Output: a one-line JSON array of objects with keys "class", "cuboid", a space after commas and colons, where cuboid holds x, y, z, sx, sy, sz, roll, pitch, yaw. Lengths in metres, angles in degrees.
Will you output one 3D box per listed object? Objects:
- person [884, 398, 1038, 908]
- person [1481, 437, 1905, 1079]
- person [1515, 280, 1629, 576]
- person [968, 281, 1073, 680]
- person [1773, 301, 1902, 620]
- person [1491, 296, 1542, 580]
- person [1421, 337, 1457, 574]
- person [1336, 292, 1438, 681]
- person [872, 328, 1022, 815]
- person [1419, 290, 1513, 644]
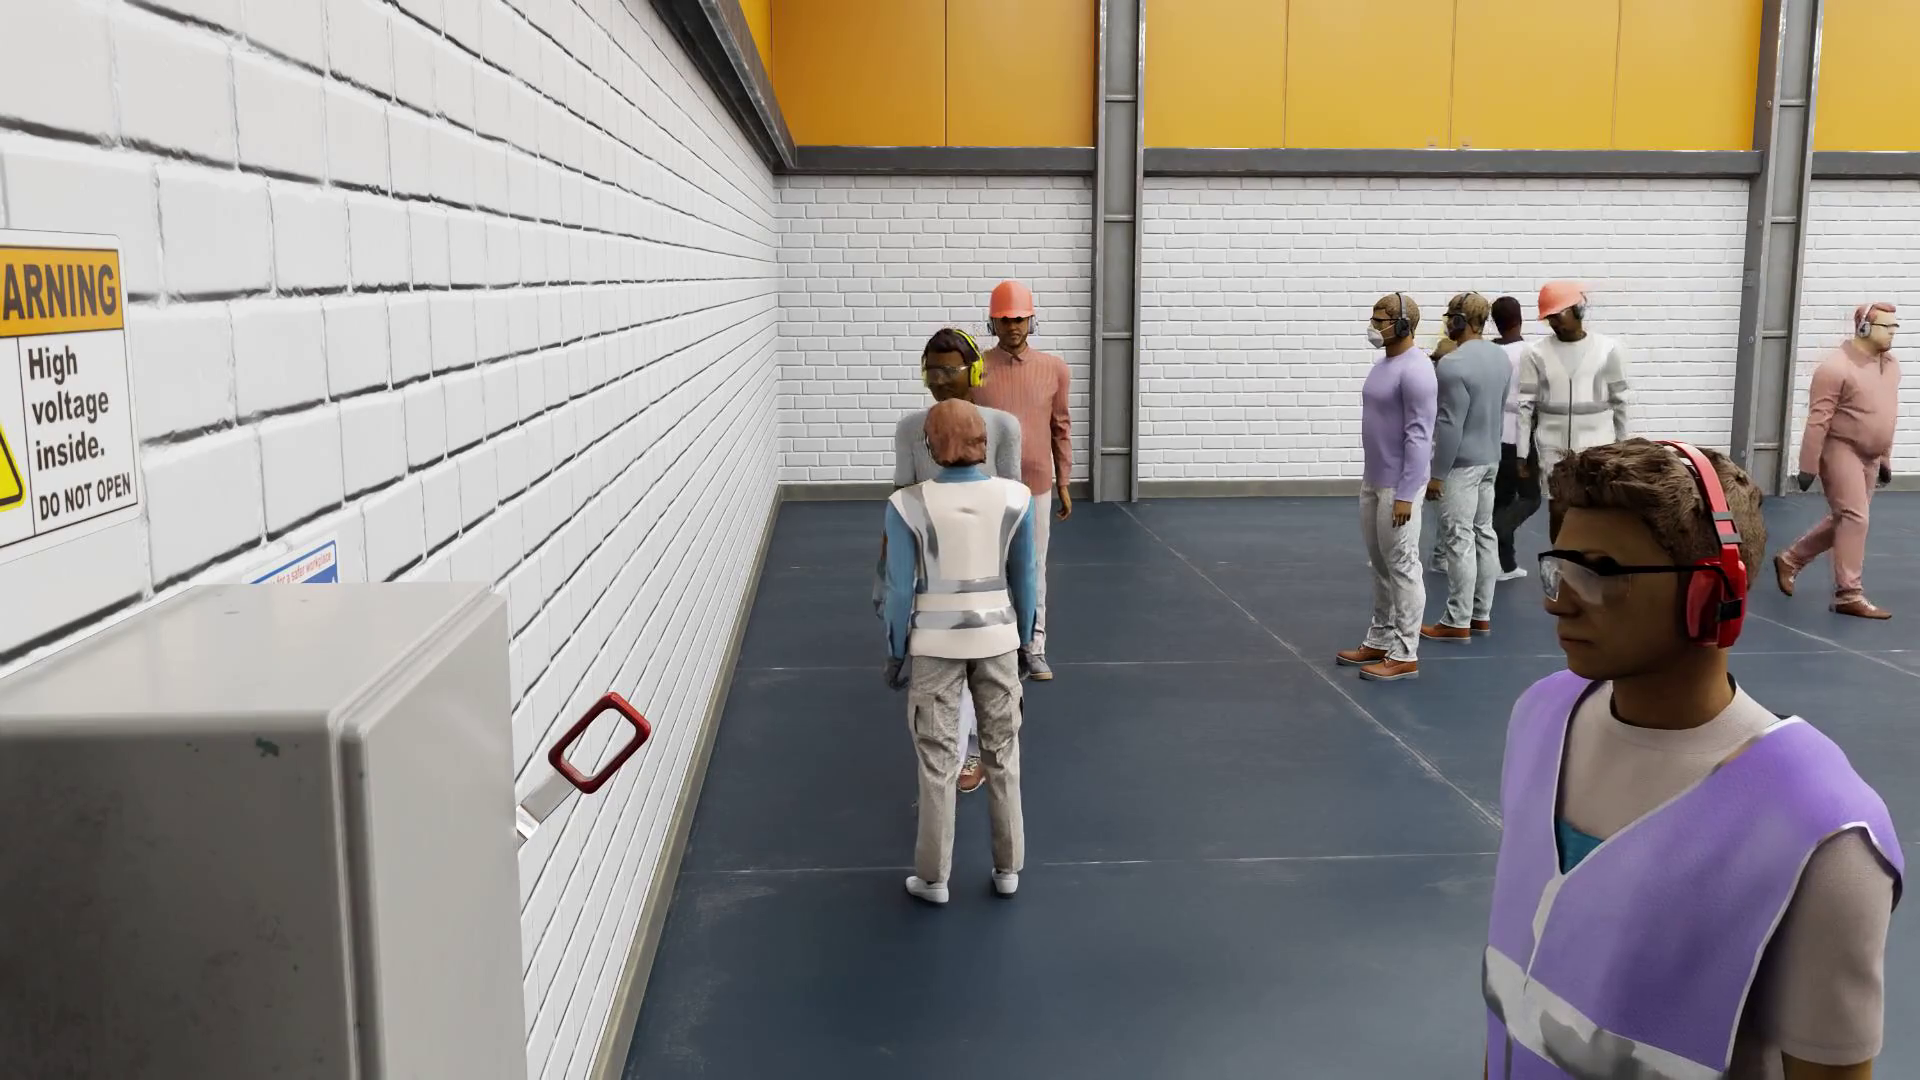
[{"class": "person", "cuboid": [0.005, 0.364, 5.333, 0.512, 1.639, 0.312, -3, 9, -15]}, {"class": "person", "cuboid": [0.797, 0.800, 1.947, 0.389, 1.846, 0.565, -3, 9, -16]}, {"class": "person", "cuboid": [3.716, -0.580, 10.142, 0.640, 1.993, 0.532, 4, 10, 24]}, {"class": "person", "cuboid": [0.256, -0.282, 8.270, 0.625, 1.992, 0.389, -1, 9, -7]}, {"class": "person", "cuboid": [5.282, -0.502, 10.024, 0.653, 1.881, 0.798, -6, 11, -31]}, {"class": "person", "cuboid": [3.573, -0.644, 10.882, 0.589, 1.892, 0.612, -6, 11, -34]}, {"class": "person", "cuboid": [3.151, -0.600, 11.193, 0.673, 1.697, 0.379, 2, 9, 10]}, {"class": "person", "cuboid": [2.165, -0.267, 8.356, 0.372, 1.940, 0.632, -1, 9, -6]}, {"class": "person", "cuboid": [-0.056, 0.129, 6.223, 0.561, 1.816, 0.970, 4, 10, 22]}, {"class": "person", "cuboid": [2.778, -0.397, 9.168, 0.627, 1.941, 0.370, -9, 13, -44]}]
